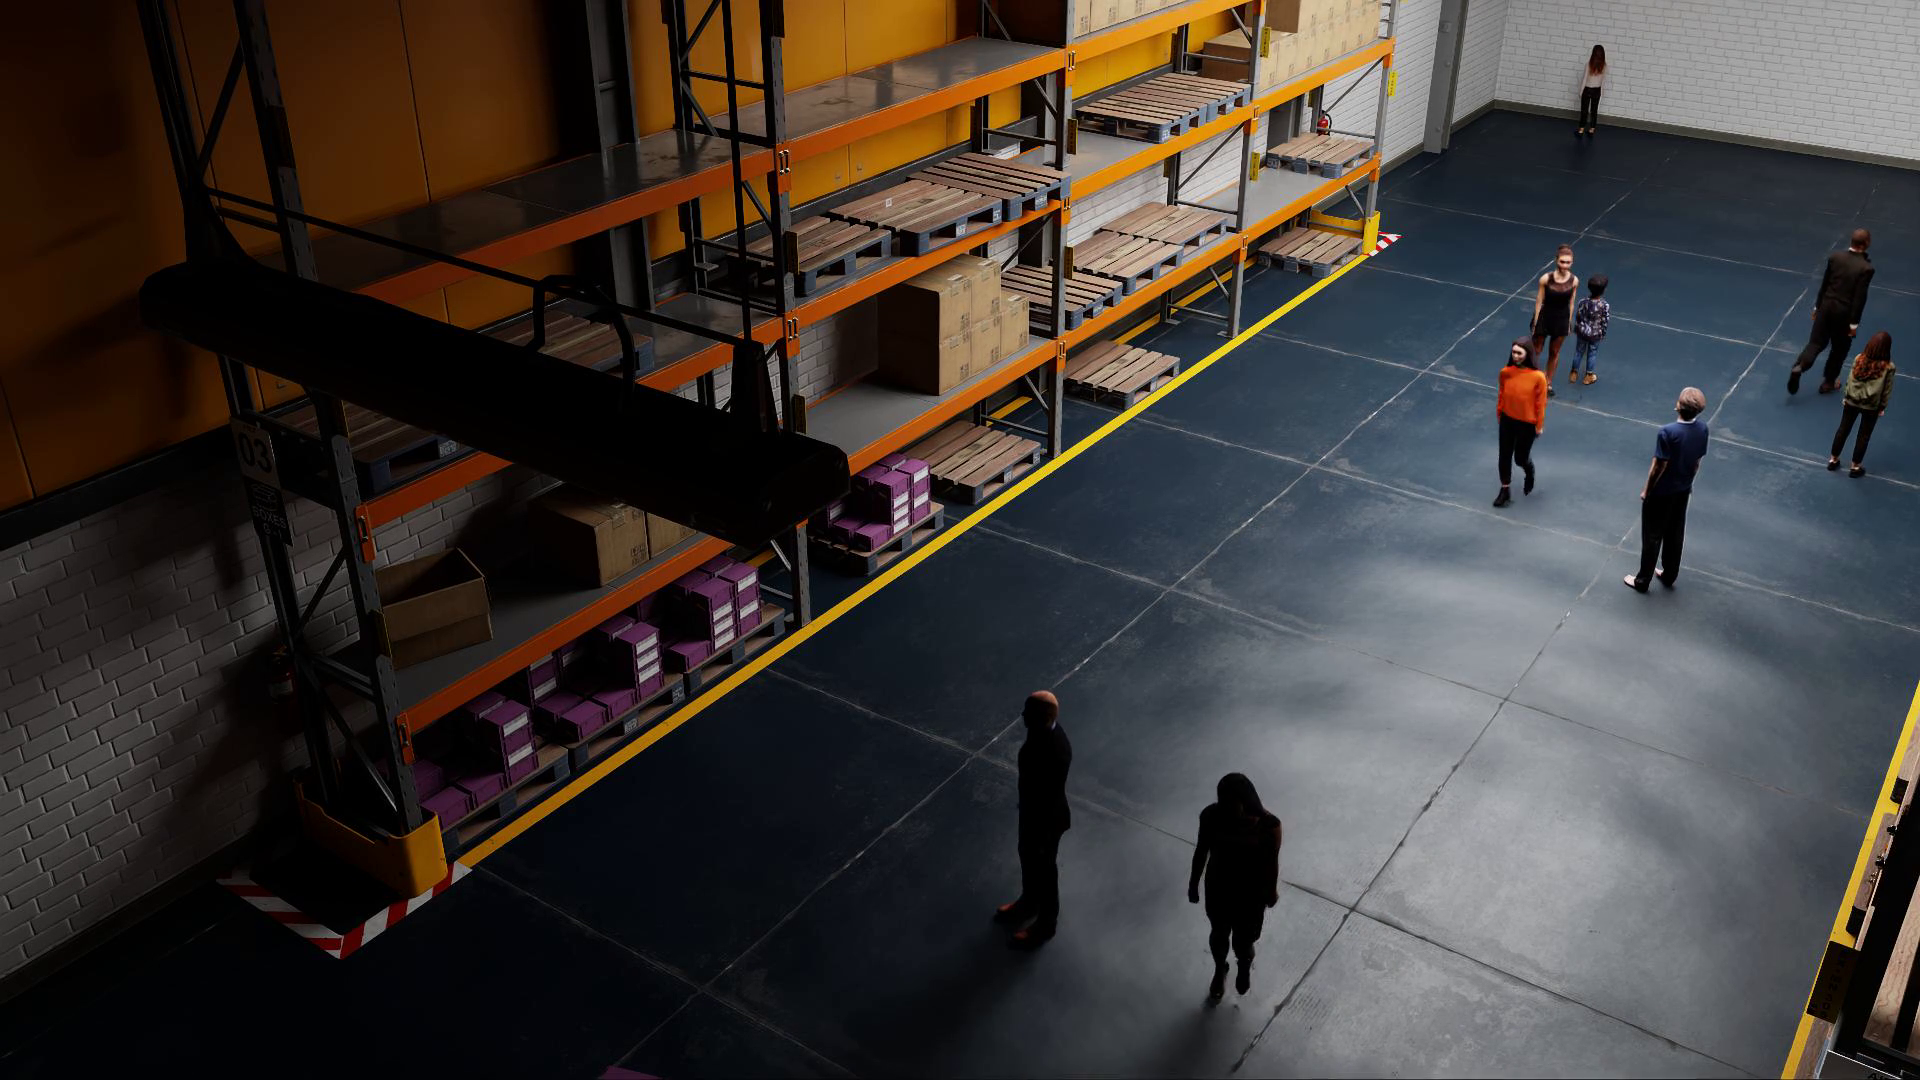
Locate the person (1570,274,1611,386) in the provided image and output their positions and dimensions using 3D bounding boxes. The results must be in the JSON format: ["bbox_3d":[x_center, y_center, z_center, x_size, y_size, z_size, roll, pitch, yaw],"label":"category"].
[{"bbox_3d":[6.964,-2.336,18.374,0.501,1.251,0.495,17,33,28],"label":"person"}]

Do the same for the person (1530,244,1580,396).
[{"bbox_3d":[6.413,-2.375,18.000,0.673,1.677,0.699,3,29,6],"label":"person"}]

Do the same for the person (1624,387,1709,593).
[{"bbox_3d":[6.080,-0.435,14.241,0.700,1.871,0.792,-8,30,-14],"label":"person"}]

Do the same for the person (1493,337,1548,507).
[{"bbox_3d":[5.300,-1.119,15.645,0.827,1.727,0.713,-25,38,-38],"label":"person"}]

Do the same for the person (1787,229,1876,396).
[{"bbox_3d":[9.360,-2.404,17.843,1.236,1.878,0.977,-17,33,-28],"label":"person"}]

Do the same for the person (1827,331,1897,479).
[{"bbox_3d":[8.865,-1.344,16.321,0.562,1.474,0.618,-23,36,-36],"label":"person"}]

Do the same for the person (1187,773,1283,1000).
[{"bbox_3d":[1.650,2.036,9.888,0.724,1.701,0.694,11,31,20],"label":"person"}]

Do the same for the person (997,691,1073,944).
[{"bbox_3d":[0.532,1.713,10.380,0.843,1.798,0.801,-8,30,-14],"label":"person"}]

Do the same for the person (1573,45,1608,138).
[{"bbox_3d":[10.425,-7.401,27.418,0.604,1.482,0.643,-2,29,-3],"label":"person"}]
